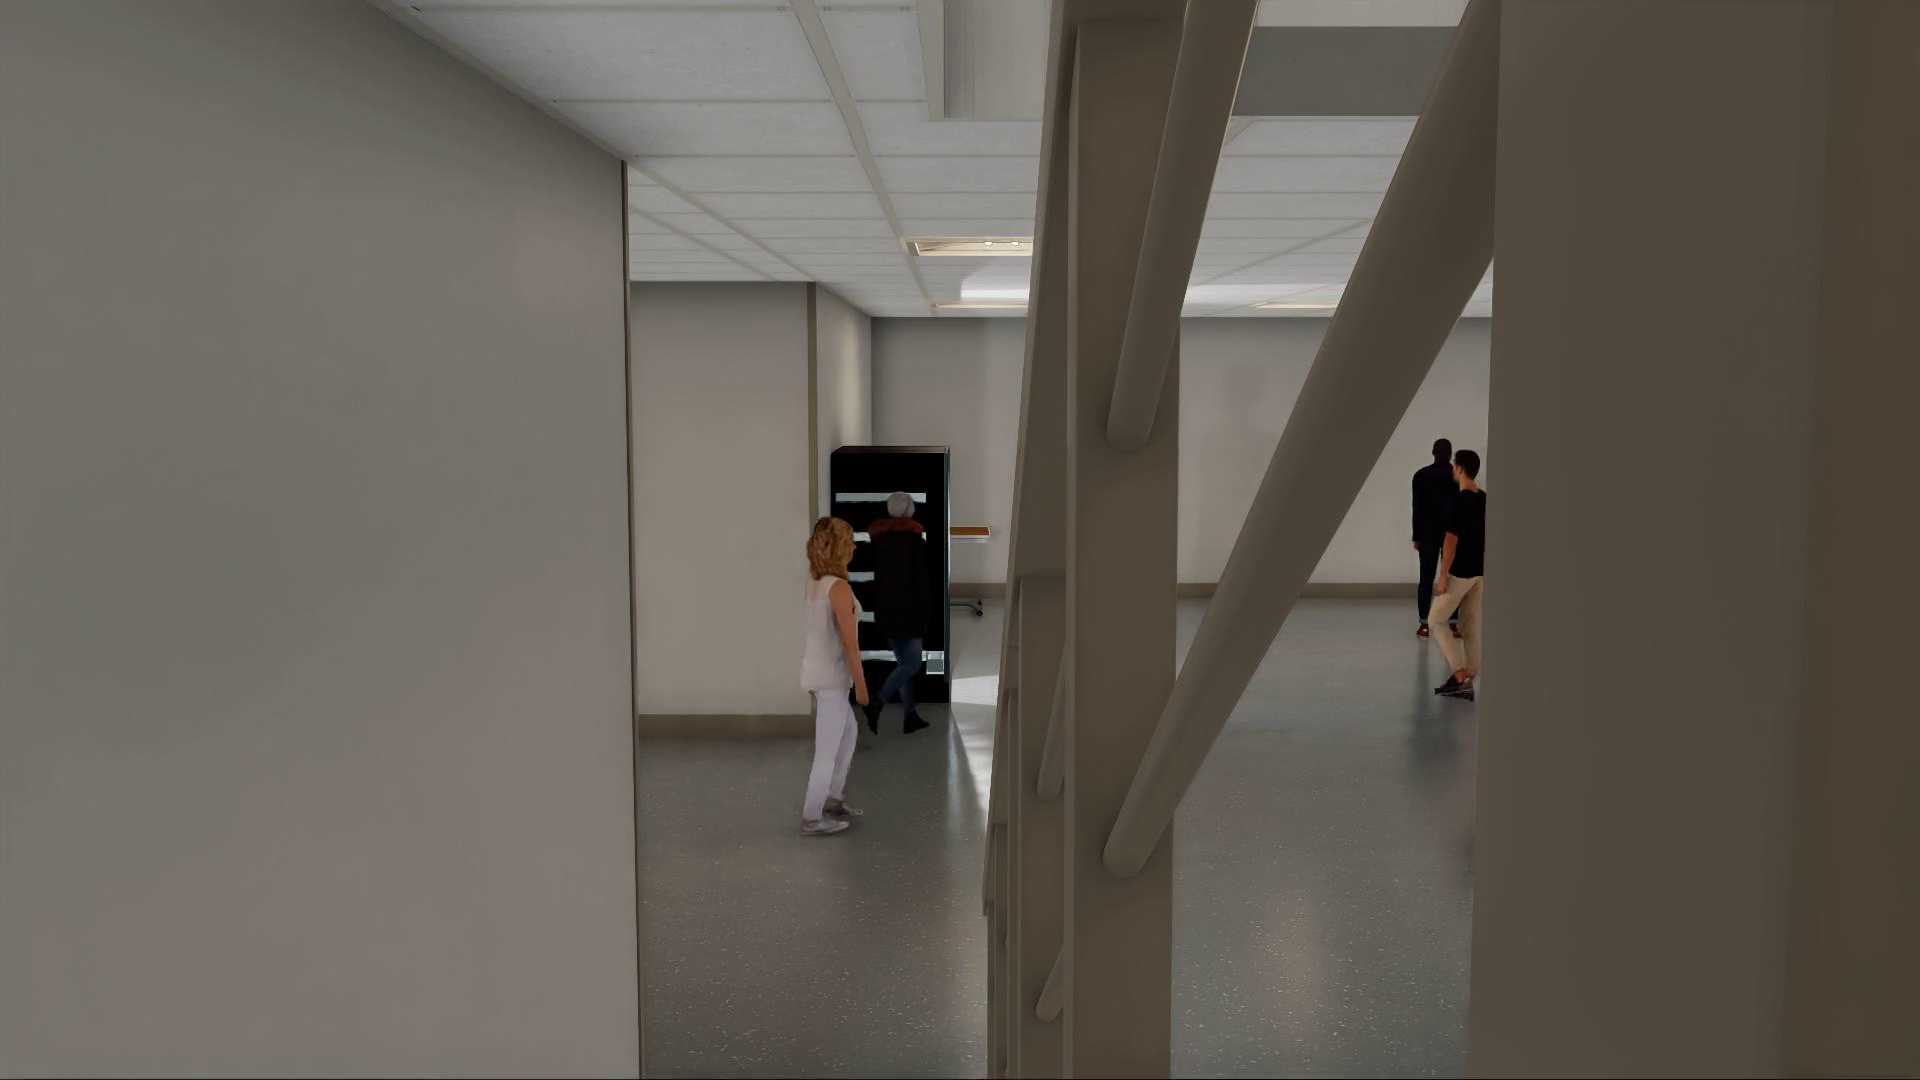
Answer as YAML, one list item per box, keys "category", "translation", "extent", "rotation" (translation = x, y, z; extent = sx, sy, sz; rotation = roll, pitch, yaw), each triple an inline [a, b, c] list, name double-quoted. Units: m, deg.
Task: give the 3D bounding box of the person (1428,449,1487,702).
- category: "person"
  translation: [3.735, 0.275, 12.078]
  extent: [0.766, 1.841, 0.788]
  rotation: [-4, 7, -35]

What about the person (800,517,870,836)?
- category: "person"
  translation: [-0.756, 0.713, 8.639]
  extent: [0.785, 1.658, 0.690]
  rotation: [-3, 6, -25]

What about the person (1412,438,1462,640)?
- category: "person"
  translation: [4.366, -0.018, 15.104]
  extent: [0.769, 1.819, 0.726]
  rotation: [2, 6, 20]

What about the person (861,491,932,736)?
- category: "person"
  translation: [-0.428, 0.506, 10.901]
  extent: [0.954, 1.618, 1.053]
  rotation: [5, 7, 38]
